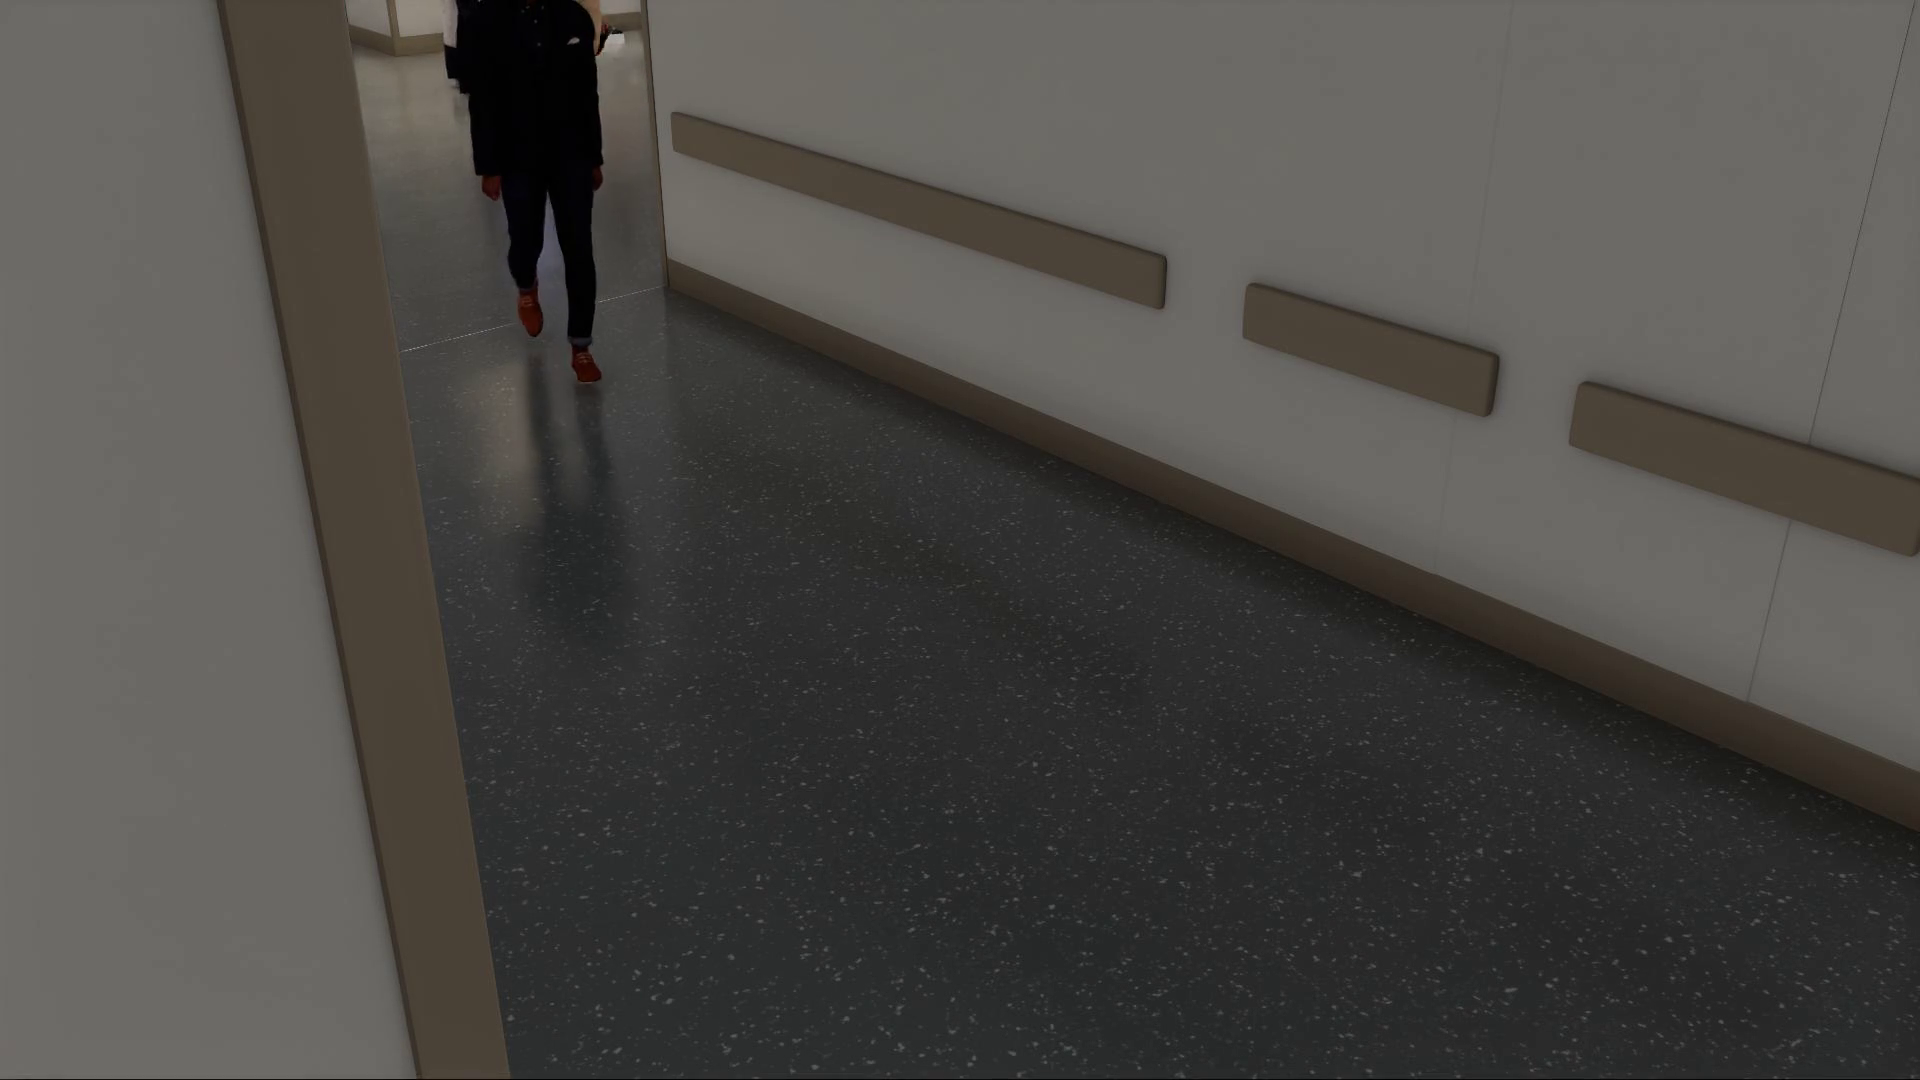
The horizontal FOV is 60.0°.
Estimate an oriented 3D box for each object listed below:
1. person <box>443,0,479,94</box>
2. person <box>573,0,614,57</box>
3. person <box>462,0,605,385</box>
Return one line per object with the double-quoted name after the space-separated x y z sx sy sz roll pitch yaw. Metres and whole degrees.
-3.860 -4.395 12.662 0.562 1.887 0.684 -20 32 -35 "person"
-2.968 -4.700 13.365 0.957 1.825 1.062 11 28 22 "person"
-1.757 -1.591 6.959 1.167 1.791 1.009 -9 27 -19 "person"
